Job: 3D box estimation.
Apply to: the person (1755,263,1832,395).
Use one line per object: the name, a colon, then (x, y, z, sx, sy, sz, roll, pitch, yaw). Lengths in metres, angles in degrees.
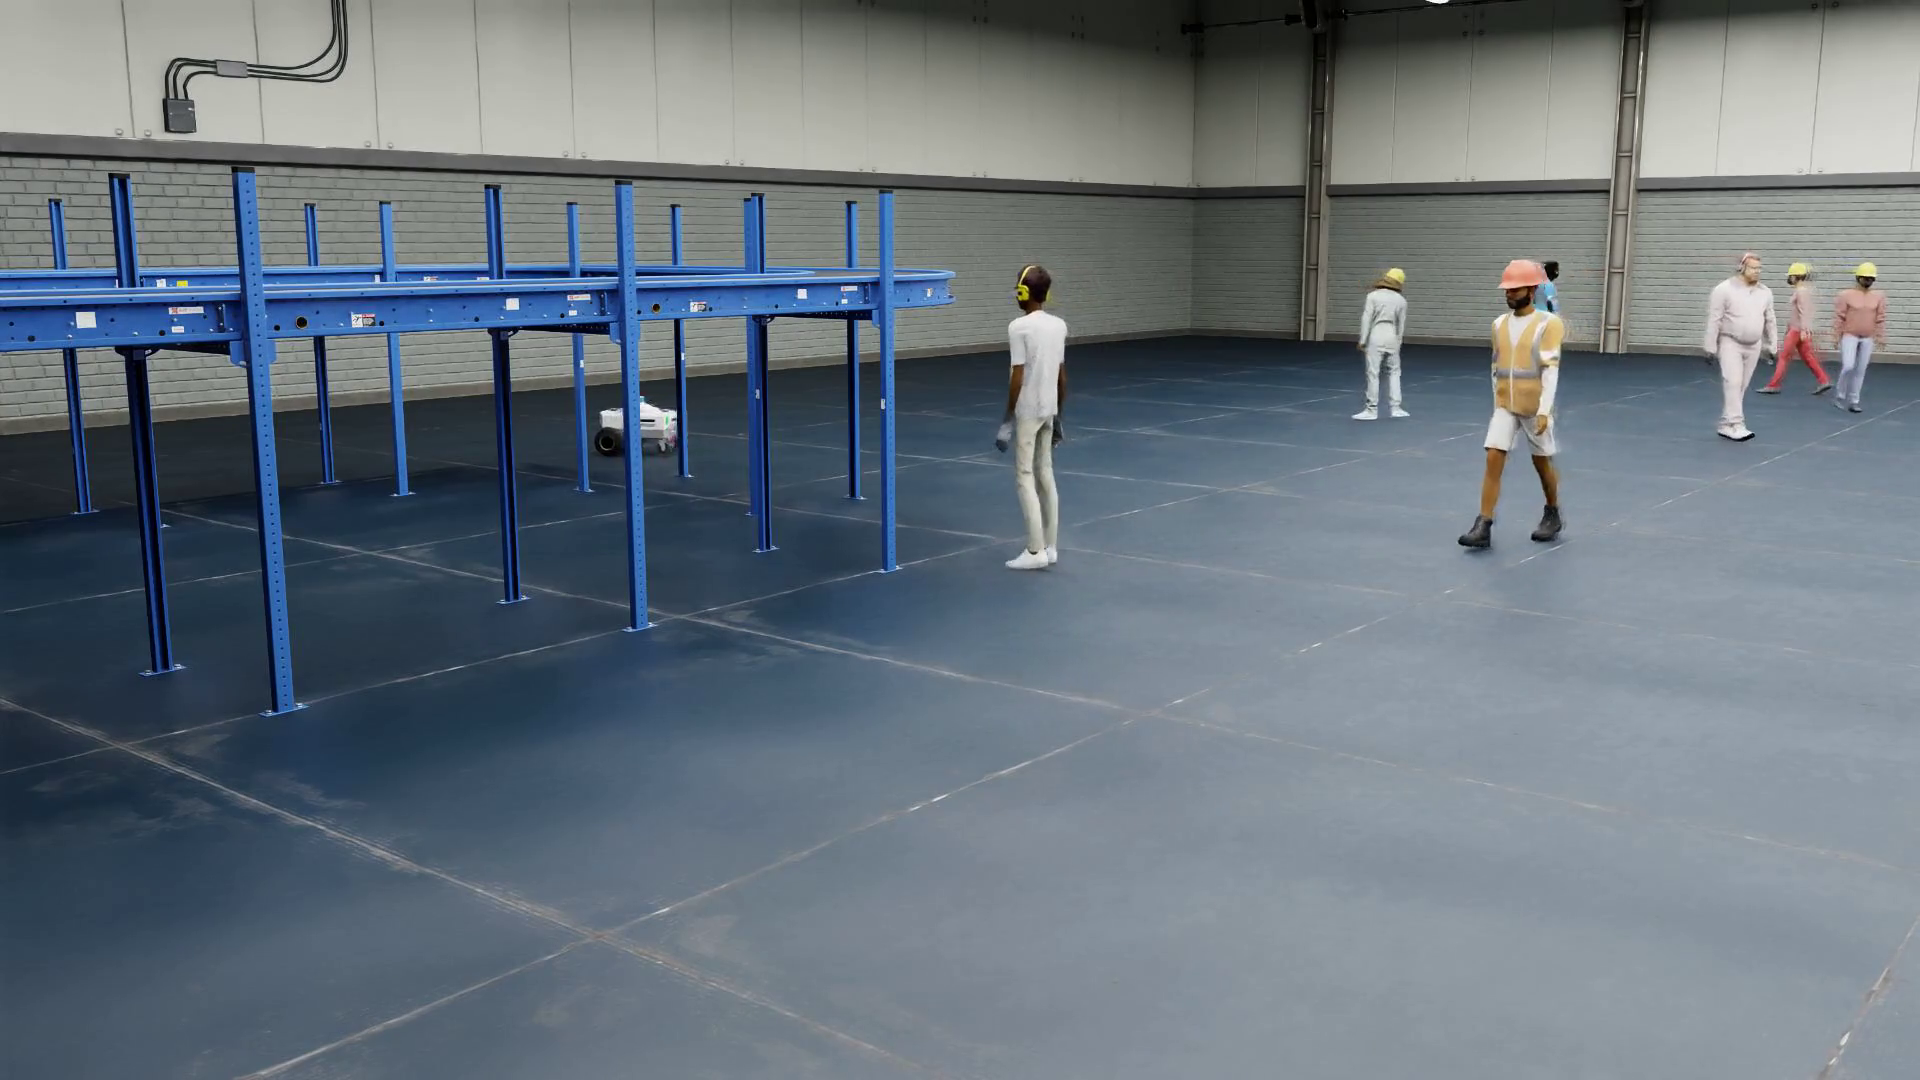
person: (11.048, -2.772, 21.843, 0.894, 1.723, 0.537, 4, 11, 23)

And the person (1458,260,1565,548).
person: (3.745, -0.903, 11.034, 0.985, 1.897, 0.560, -9, 13, -39)

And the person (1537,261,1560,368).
person: (9.246, -3.505, 25.992, 0.561, 1.675, 0.557, 4, 11, 19)

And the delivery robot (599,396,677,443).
delivery robot: (-3.045, -1.125, 15.808, 0.707, 0.478, 0.477, 2, 10, 9)

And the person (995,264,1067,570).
person: (0.448, -0.763, 10.317, 0.333, 1.874, 0.534, 9, 14, 41)

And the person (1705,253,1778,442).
person: (7.906, -1.922, 16.695, 0.673, 1.870, 0.812, -2, 10, -10)

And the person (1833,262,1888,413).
person: (10.576, -2.375, 19.563, 0.537, 1.751, 0.430, 1, 10, 6)

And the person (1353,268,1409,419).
person: (4.781, -2.218, 18.849, 0.630, 1.698, 0.347, -2, 10, -13)
